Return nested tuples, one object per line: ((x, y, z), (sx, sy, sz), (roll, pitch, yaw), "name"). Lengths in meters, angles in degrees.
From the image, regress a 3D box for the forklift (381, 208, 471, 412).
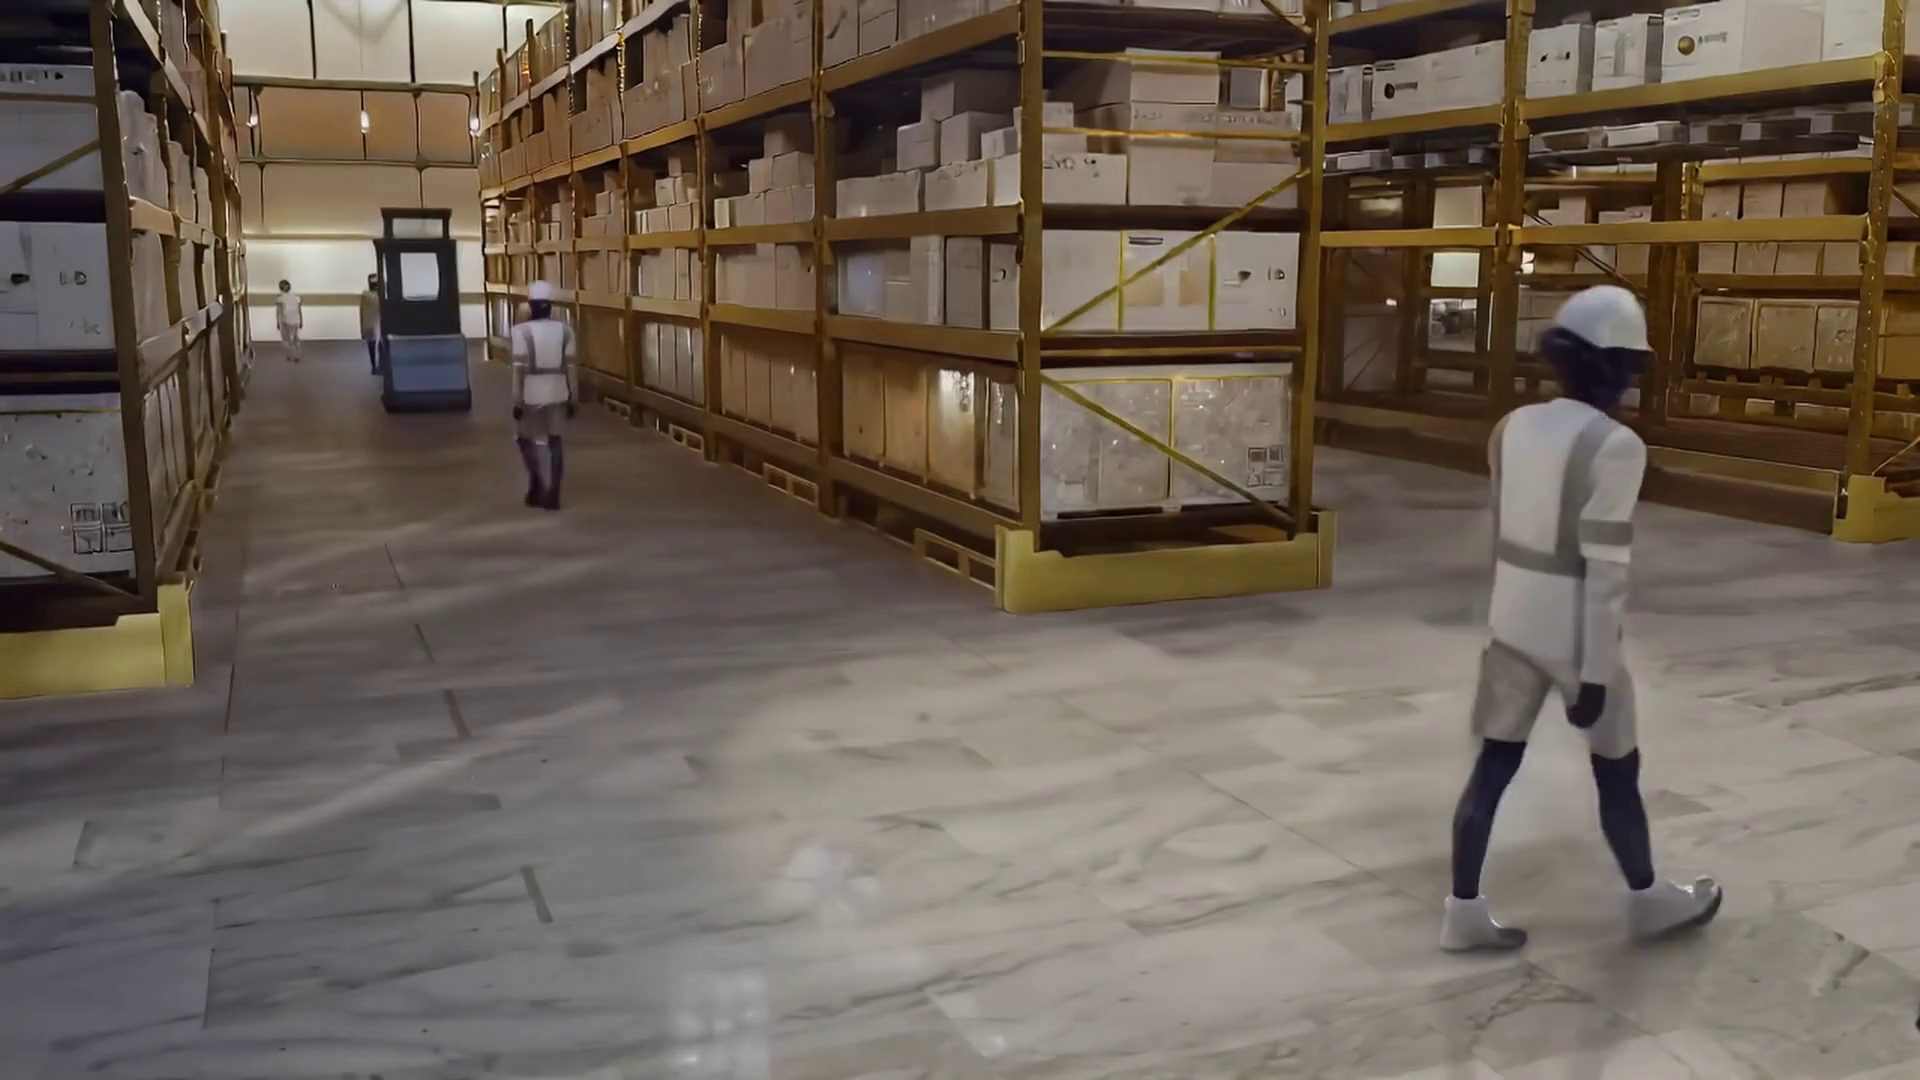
((-7.588, -3.267, 23.430), (1.129, 2.768, 1.873), (-4, 10, -22), "forklift")

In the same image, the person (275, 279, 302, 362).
((-13.920, -4.542, 34.505), (0.390, 1.727, 0.581), (9, 13, 43), "person")

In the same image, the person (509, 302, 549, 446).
((-4.876, -1.872, 18.826), (0.515, 1.630, 0.318), (4, 10, 22), "person")

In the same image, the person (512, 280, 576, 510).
((-3.500, -1.206, 13.949), (0.586, 1.921, 0.474), (-7, 12, -36), "person")

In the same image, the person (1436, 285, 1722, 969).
((1.853, 0.261, 4.915), (1.006, 1.992, 0.628), (-4, 10, -23), "person")

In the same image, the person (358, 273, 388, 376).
((-10.831, -4.003, 30.852), (0.569, 1.884, 1.033), (-4, 10, -21), "person")
